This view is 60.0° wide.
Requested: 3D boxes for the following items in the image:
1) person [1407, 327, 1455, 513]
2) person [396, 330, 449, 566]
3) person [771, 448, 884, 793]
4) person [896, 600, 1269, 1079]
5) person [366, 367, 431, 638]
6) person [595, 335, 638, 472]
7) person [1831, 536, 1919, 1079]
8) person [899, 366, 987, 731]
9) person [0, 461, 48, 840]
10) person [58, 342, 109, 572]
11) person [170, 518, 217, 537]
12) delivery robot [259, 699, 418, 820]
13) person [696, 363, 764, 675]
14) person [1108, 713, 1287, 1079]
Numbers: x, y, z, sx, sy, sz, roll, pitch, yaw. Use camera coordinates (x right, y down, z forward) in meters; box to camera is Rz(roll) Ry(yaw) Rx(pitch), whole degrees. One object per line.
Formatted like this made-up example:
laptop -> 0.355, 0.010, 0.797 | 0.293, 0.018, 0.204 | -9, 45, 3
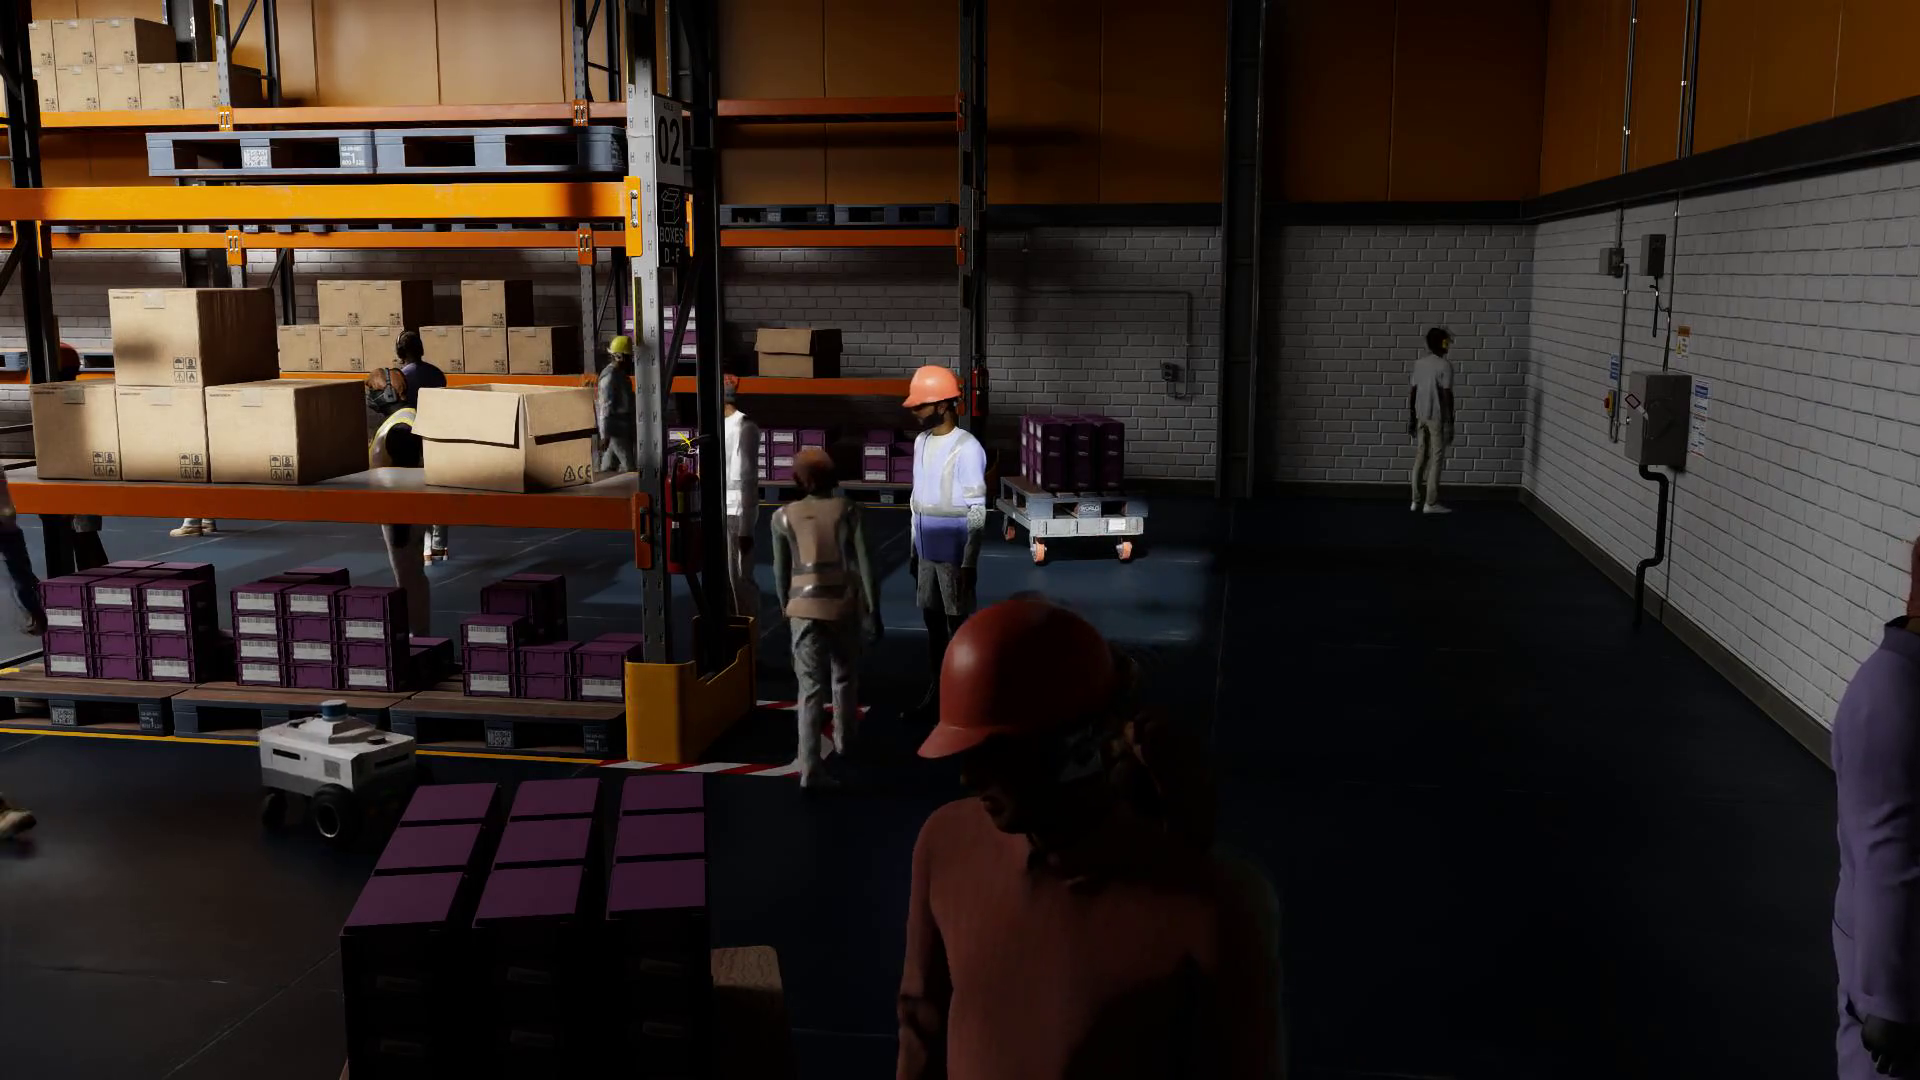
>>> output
person -> 4.719, -1.188, 16.646 | 0.317, 1.855, 0.599 | -6, 11, -33
person -> -4.456, -0.753, 13.690 | 0.371, 1.935, 0.627 | 3, 10, 17
person -> -0.620, 0.360, 7.880 | 0.557, 1.575, 0.854 | 1, 9, 6
person -> 0.222, 1.033, 2.549 | 0.638, 1.954, 0.748 | 8, 12, 41
person -> -3.444, -0.140, 10.203 | 0.429, 1.837, 0.629 | -4, 10, -22
person -> -3.186, -1.060, 15.991 | 0.830, 1.792, 0.617 | 0, 9, -1
person -> 2.079, 0.893, 3.560 | 0.408, 1.905, 0.654 | 8, 12, 39
person -> -0.107, 0.059, 8.664 | 0.378, 1.928, 0.547 | -7, 11, -36
person -> -4.270, 0.282, 7.106 | 1.010, 1.975, 0.718 | 4, 10, 22
person -> -6.081, -0.383, 11.382 | 0.551, 1.935, 0.371 | 9, 13, 43
person -> -7.064, -0.948, 15.185 | 0.429, 1.843, 0.627 | 1, 9, 5
delivery robot -> -2.694, 0.934, 7.199 | 0.707, 0.478, 0.477 | 6, 11, 31
person -> -1.374, -0.113, 9.910 | 0.350, 1.878, 0.569 | -7, 11, -36
person -> 0.350, 1.110, 3.196 | 0.493, 1.580, 0.841 | 5, 10, 27
